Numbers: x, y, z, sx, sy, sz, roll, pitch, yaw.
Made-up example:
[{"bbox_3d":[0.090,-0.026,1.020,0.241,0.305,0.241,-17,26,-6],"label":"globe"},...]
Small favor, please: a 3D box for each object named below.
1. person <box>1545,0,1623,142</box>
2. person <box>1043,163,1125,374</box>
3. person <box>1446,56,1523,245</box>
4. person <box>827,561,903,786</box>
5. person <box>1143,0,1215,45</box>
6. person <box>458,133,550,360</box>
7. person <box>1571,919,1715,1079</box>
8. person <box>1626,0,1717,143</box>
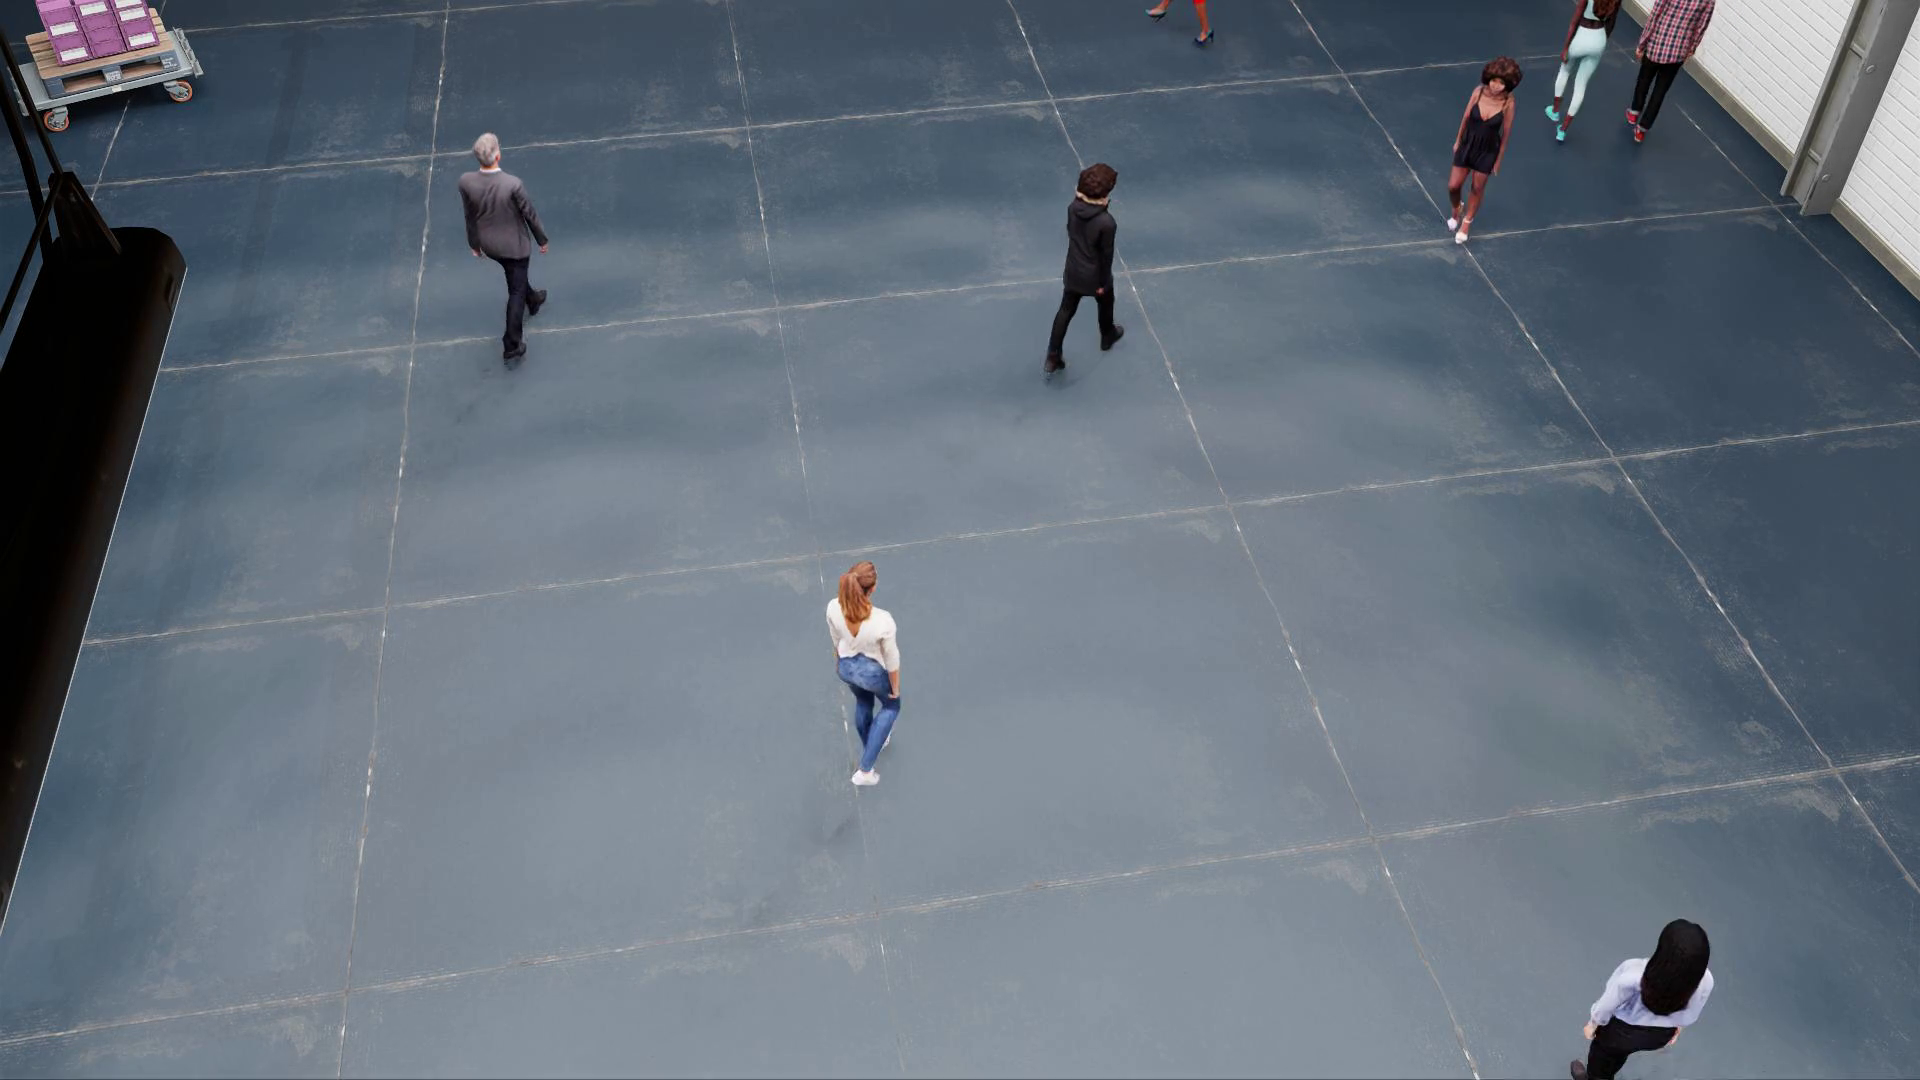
[{"bbox_3d":[5.766,-4.470,15.275,0.717,1.699,0.875,4,44,5],"label":"person"},{"bbox_3d":[0.922,-2.034,12.681,1.114,1.752,1.158,27,50,26],"label":"person"},{"bbox_3d":[4.394,-3.303,14.001,0.745,1.768,0.801,20,47,20],"label":"person"},{"bbox_3d":[-0.590,0.825,9.710,0.839,1.709,0.922,19,47,19],"label":"person"},{"bbox_3d":[2.390,-5.771,16.641,1.143,1.699,1.052,30,51,28],"label":"person"},{"bbox_3d":[-3.533,-2.244,12.874,1.056,1.790,1.336,8,44,8],"label":"person"},{"bbox_3d":[3.264,2.452,7.994,0.718,1.721,1.054,-3,44,-3],"label":"person"},{"bbox_3d":[6.483,-4.465,15.245,0.935,1.735,1.018,12,45,12],"label":"person"}]
